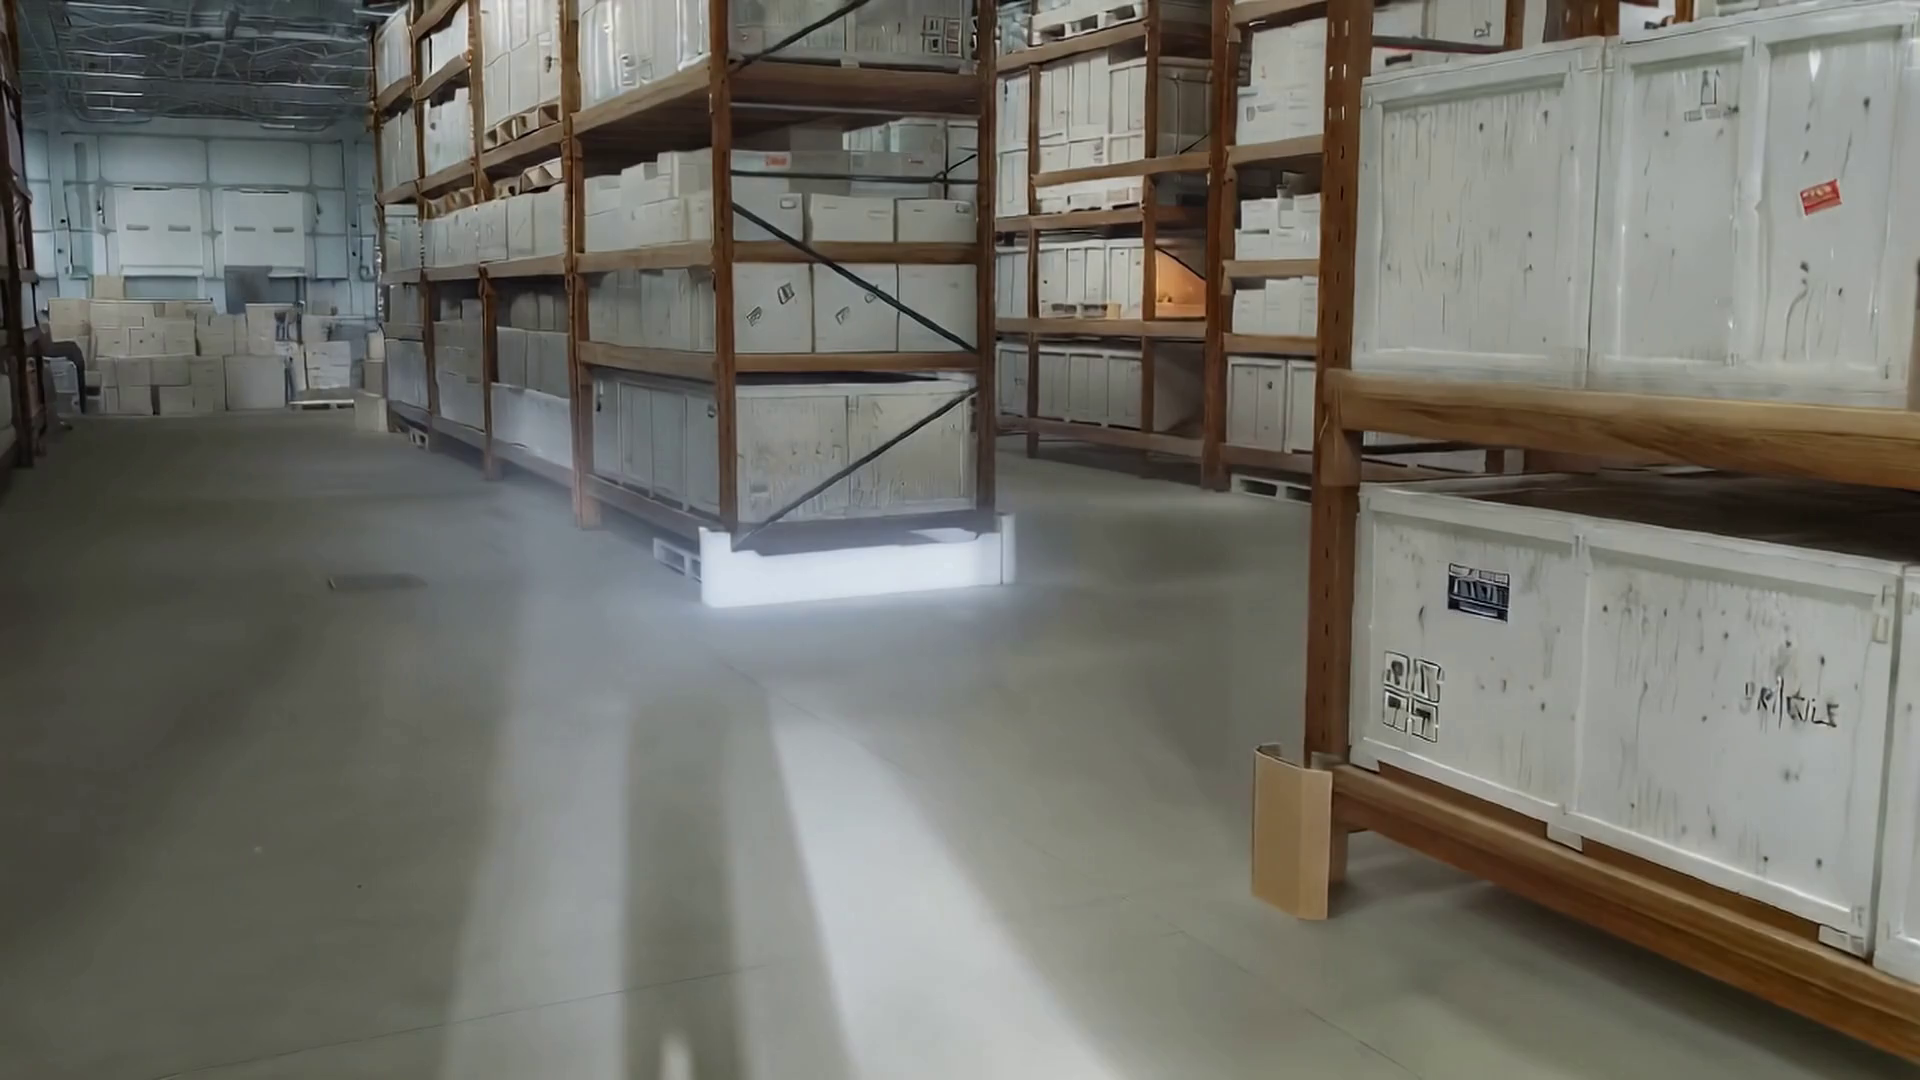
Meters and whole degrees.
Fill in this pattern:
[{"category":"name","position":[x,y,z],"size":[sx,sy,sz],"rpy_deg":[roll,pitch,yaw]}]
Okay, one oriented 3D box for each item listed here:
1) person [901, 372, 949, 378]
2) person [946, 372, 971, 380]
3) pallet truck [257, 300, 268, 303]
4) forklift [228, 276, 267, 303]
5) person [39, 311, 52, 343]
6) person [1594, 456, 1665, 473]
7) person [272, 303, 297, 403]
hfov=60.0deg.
[{"category":"person","position":[-0.390,-1.057,15.499],"size":[0.677,1.679,0.471],"rpy_deg":[5,10,30]},{"category":"person","position":[-0.171,-1.829,20.146],"size":[0.675,1.872,0.847],"rpy_deg":[-1,8,-9]},{"category":"pallet truck","position":[-23.913,-7.404,58.171],"size":[1.885,1.965,0.823],"rpy_deg":[-1,8,-9]},{"category":"forklift","position":[-17.862,-5.470,41.809],"size":[1.129,2.768,1.873],"rpy_deg":[-4,9,-26]},{"category":"person","position":[-27.187,-5.958,49.289],"size":[0.487,1.687,0.540],"rpy_deg":[0,8,-1]},{"category":"person","position":[2.828,0.050,7.163],"size":[0.424,1.875,0.765],"rpy_deg":[-2,8,-10]},{"category":"person","position":[-13.171,-3.633,32.375],"size":[0.553,1.935,0.364],"rpy_deg":[6,10,36]}]
